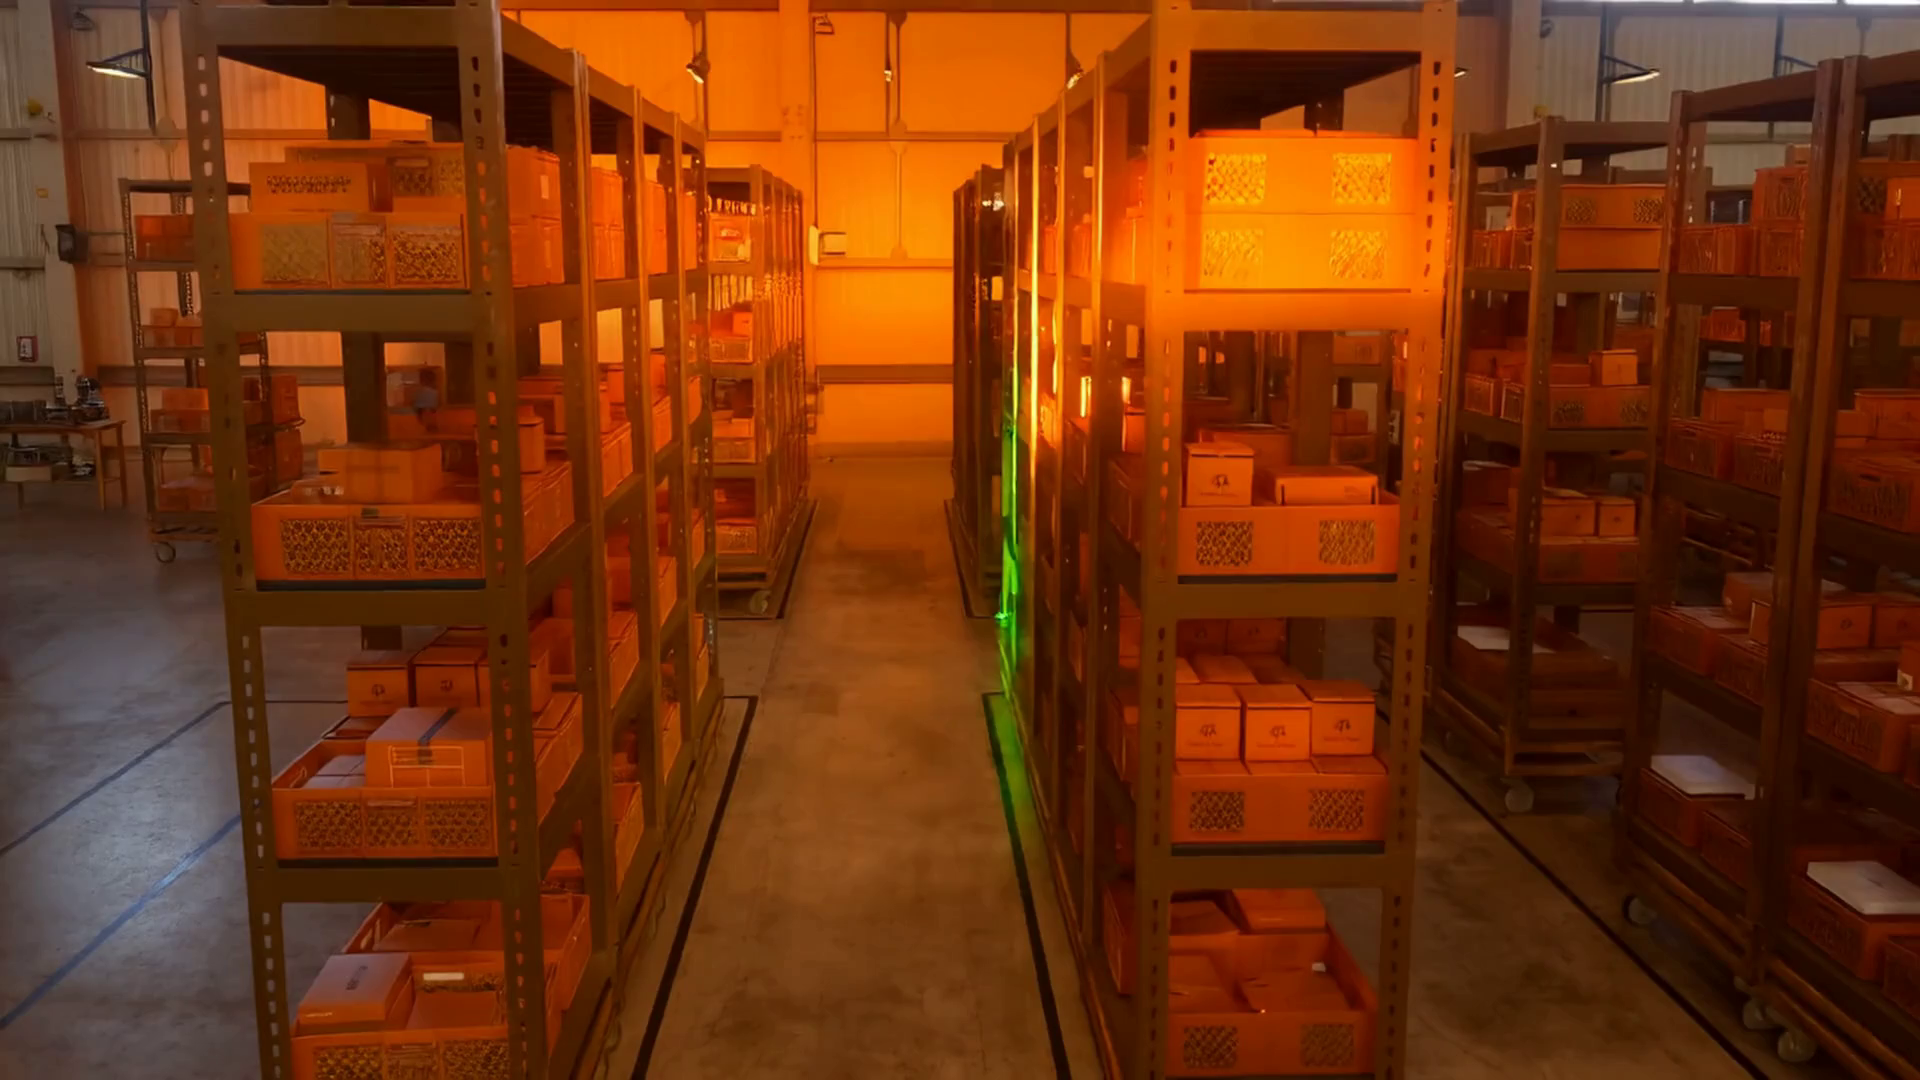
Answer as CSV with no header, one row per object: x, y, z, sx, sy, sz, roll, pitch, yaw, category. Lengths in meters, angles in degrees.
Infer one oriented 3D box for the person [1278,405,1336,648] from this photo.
2.617,-0.103,12.342,0.395,1.839,0.564,0,10,0,person

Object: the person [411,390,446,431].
-4.565,-0.492,14.888,0.748,1.726,0.573,-8,13,-37,person
